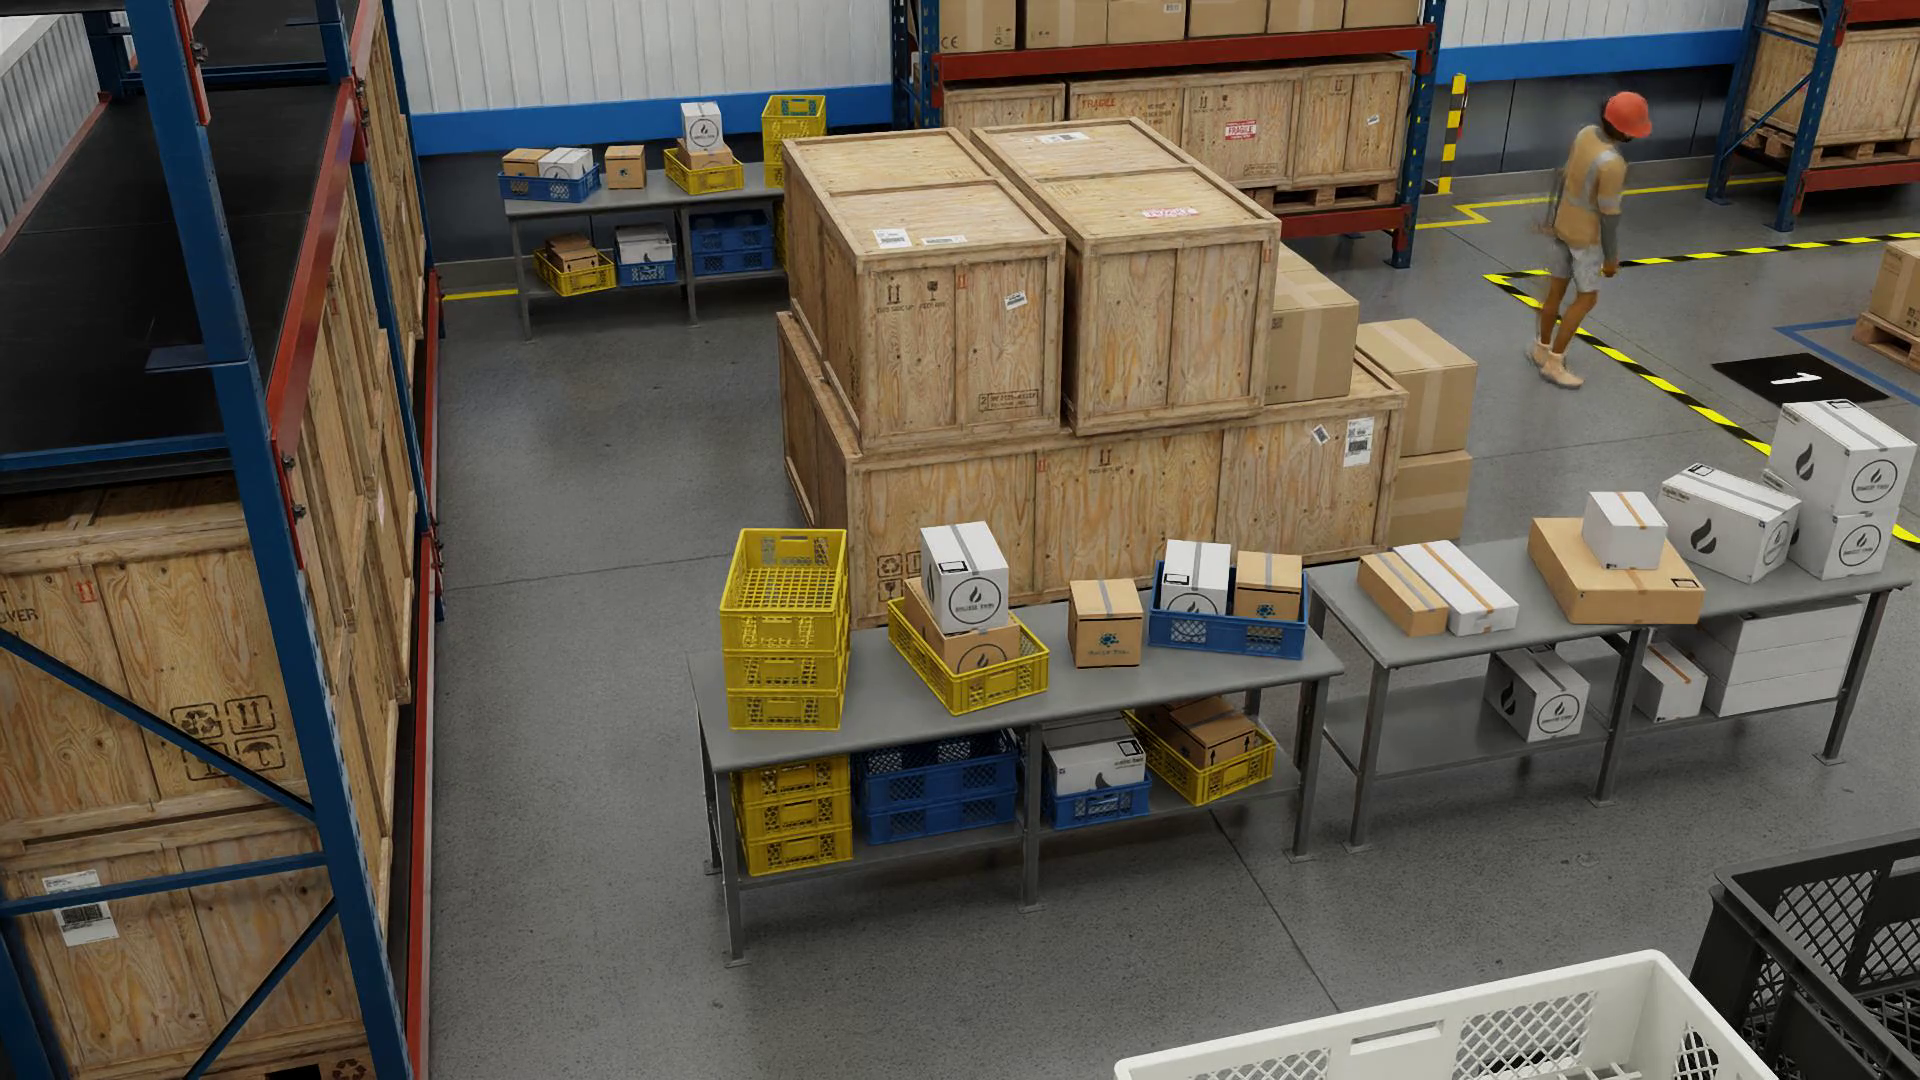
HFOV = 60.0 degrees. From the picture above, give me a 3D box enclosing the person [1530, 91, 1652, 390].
[{"bbox_3d":[4.127,-2.021,11.020,0.383,1.989,0.740,-4,29,-7],"label":"person"}]
